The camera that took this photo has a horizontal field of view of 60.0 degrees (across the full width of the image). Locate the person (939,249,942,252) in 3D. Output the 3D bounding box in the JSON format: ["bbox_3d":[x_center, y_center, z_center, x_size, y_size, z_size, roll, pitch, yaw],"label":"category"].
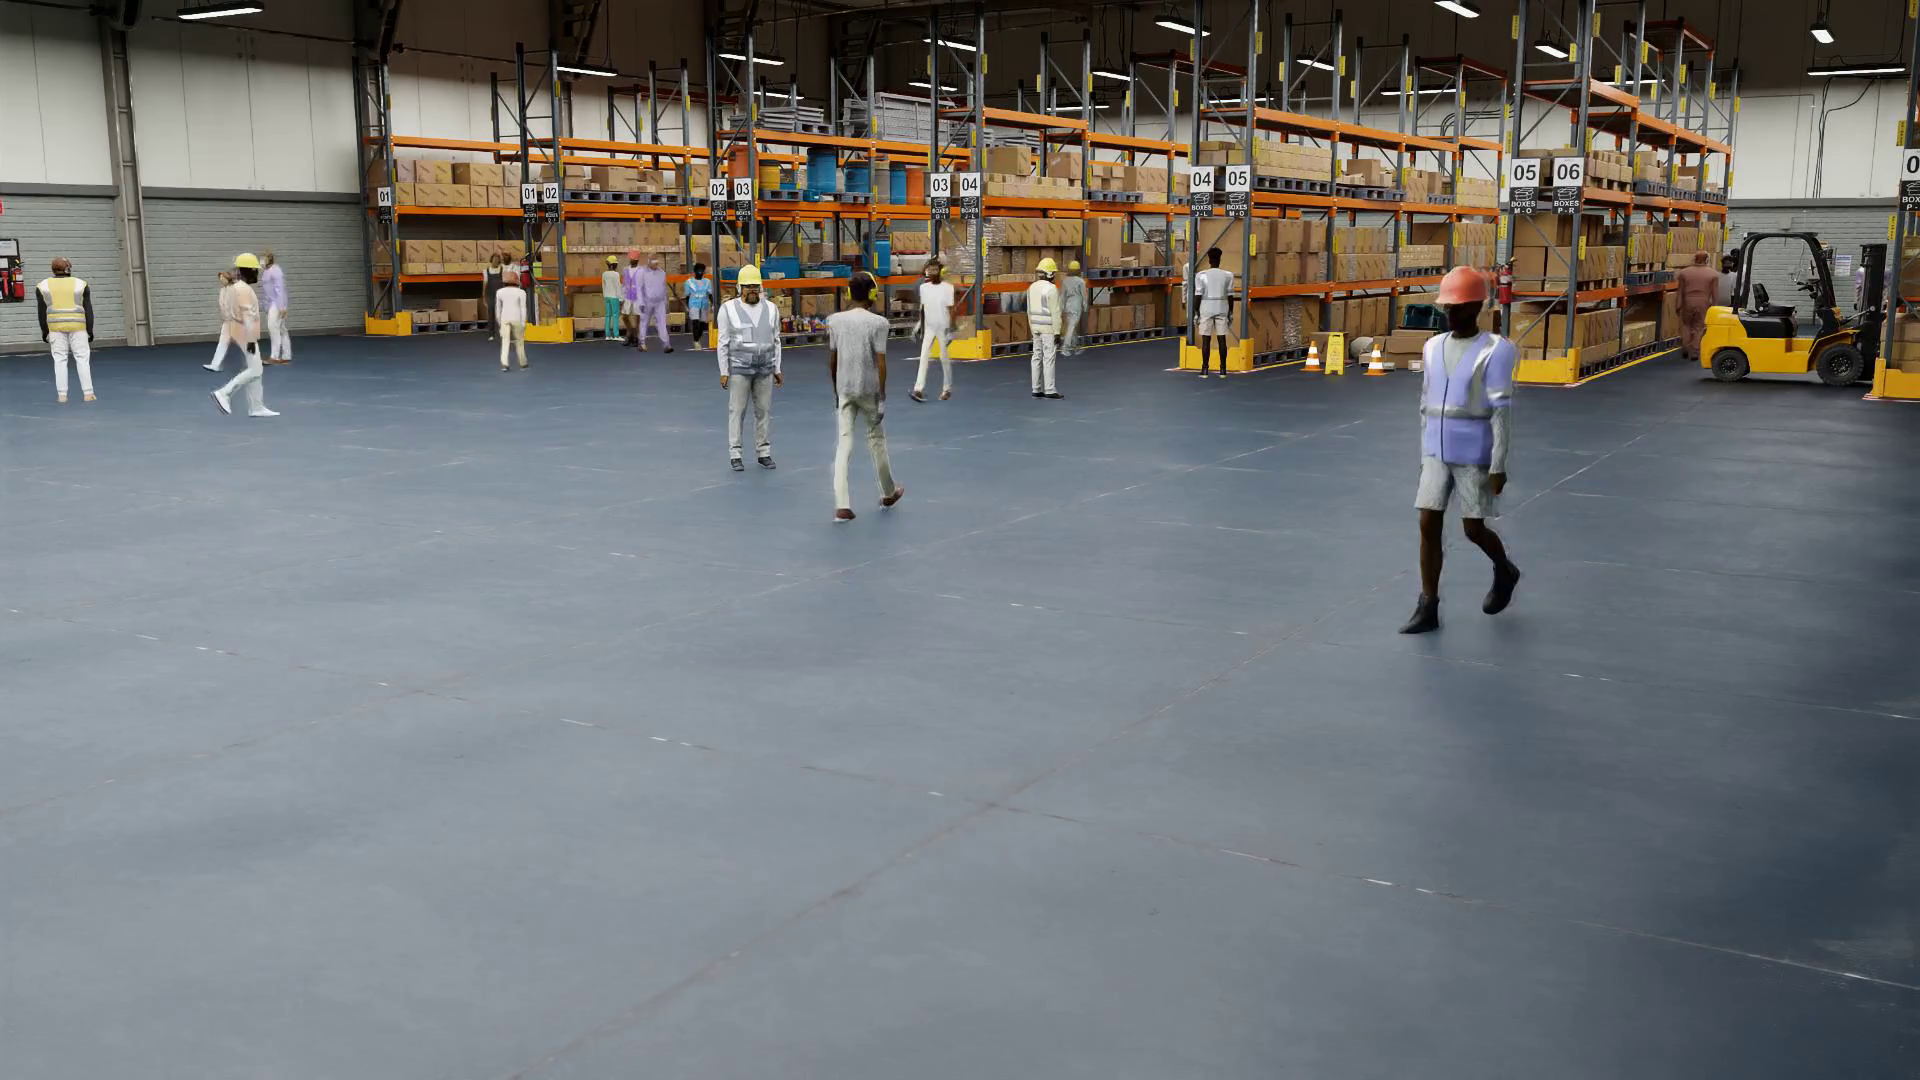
[{"bbox_3d":[-0.519,-7.006,45.447,0.613,1.847,0.886,6,12,30],"label":"person"}]

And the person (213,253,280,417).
[{"bbox_3d":[-8.297,-2.356,19.243,0.612,1.910,0.611,-4,11,-23],"label":"person"}]

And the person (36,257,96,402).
[{"bbox_3d":[-11.420,-2.681,21.276,0.624,1.841,0.430,-4,11,-22],"label":"person"}]

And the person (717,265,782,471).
[{"bbox_3d":[-1.865,-1.535,14.869,0.599,1.830,0.404,-5,11,-27],"label":"person"}]

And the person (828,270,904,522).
[{"bbox_3d":[-0.728,-1.074,12.335,0.516,1.821,0.979,3,11,16],"label":"person"}]

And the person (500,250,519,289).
[{"bbox_3d":[-10.169,-5.620,37.667,0.588,1.864,0.729,5,11,26],"label":"person"}]

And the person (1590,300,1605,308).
[{"bbox_3d":[15.544,-6.151,40.497,0.564,1.919,0.713,-8,13,-39],"label":"person"}]

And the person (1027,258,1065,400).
[{"bbox_3d":[1.120,-2.720,21.513,0.403,1.832,0.586,-7,12,-34],"label":"person"}]

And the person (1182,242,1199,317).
[{"bbox_3d":[4.323,-4.389,30.289,0.606,2.036,0.407,5,11,26],"label":"person"}]

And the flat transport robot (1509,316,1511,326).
[{"bbox_3d":[13.601,-5.356,40.647,0.652,0.197,1.431,0,10,2],"label":"flat transport robot"}]

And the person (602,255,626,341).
[{"bbox_3d":[-7.191,-5.001,34.474,0.523,1.769,0.309,7,13,36],"label":"person"}]

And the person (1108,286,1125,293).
[{"bbox_3d":[4.145,-6.597,42.831,0.625,1.974,0.789,5,11,27],"label":"person"}]

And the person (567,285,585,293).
[{"bbox_3d":[-8.610,-5.438,37.060,0.544,1.706,0.947,1,10,8],"label":"person"}]

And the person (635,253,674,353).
[{"bbox_3d":[-5.686,-4.384,30.806,0.641,1.847,1.042,-7,12,-34],"label":"person"}]

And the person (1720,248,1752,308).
[{"bbox_3d":[15.296,-4.797,32.903,0.590,1.918,0.389,8,13,37],"label":"person"}]

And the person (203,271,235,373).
[{"bbox_3d":[-11.434,-3.415,26.089,0.535,1.586,0.883,7,12,34],"label":"person"}]

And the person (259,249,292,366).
[{"bbox_3d":[-11.411,-3.838,27.556,0.596,1.917,0.702,-7,12,-34],"label":"person"}]

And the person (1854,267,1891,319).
[{"bbox_3d":[17.287,-4.552,31.535,0.585,1.921,0.392,6,12,29],"label":"person"}]

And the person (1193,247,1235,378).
[{"bbox_3d":[3.825,-3.422,25.085,0.612,1.957,0.377,0,10,-3],"label":"person"}]

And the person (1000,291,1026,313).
[{"bbox_3d":[1.125,-5.214,35.355,0.628,1.885,1.037,4,11,21],"label":"person"}]

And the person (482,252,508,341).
[{"bbox_3d":[-9.638,-5.044,34.524,0.576,1.834,0.475,-1,10,-7],"label":"person"}]

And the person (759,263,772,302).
[{"bbox_3d":[-4.142,-5.107,35.524,0.530,1.603,0.831,7,12,34],"label":"person"}]

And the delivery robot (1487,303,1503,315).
[{"bbox_3d":[12.869,-5.513,40.465,0.707,0.478,0.477,-1,10,-7],"label":"delivery robot"}]

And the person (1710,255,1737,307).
[{"bbox_3d":[13.940,-4.301,30.453,0.538,1.820,0.898,2,10,10],"label":"person"}]

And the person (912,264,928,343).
[{"bbox_3d":[-0.689,-4.681,33.110,0.503,1.616,0.605,7,12,34],"label":"person"}]

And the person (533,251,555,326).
[{"bbox_3d":[-9.388,-5.560,37.390,0.637,1.842,0.429,1,10,8],"label":"person"}]

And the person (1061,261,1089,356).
[{"bbox_3d":[2.051,-4.173,30.027,0.484,1.699,0.915,8,13,39],"label":"person"}]

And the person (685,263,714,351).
[{"bbox_3d":[-4.962,-4.416,31.487,0.543,1.670,0.735,-6,12,-31],"label":"person"}]

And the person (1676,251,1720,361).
[{"bbox_3d":[12.833,-4.071,28.913,0.677,1.879,0.728,6,12,30],"label":"person"}]

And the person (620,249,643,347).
[{"bbox_3d":[-6.370,-4.723,32.534,0.605,1.908,0.520,3,11,17],"label":"person"}]

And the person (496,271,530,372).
[{"bbox_3d":[-7.099,-3.457,26.353,0.513,1.584,0.884,0,10,2],"label":"person"}]

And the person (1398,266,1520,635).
[{"bbox_3d":[2.669,-0.466,8.708,0.816,1.921,0.552,-8,13,-37],"label":"person"}]

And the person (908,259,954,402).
[{"bbox_3d":[-0.338,-2.655,21.196,0.543,1.810,0.973,4,11,22],"label":"person"}]

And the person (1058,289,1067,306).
[{"bbox_3d":[2.323,-5.350,35.667,0.381,2.039,0.606,-9,14,-43],"label":"person"}]
